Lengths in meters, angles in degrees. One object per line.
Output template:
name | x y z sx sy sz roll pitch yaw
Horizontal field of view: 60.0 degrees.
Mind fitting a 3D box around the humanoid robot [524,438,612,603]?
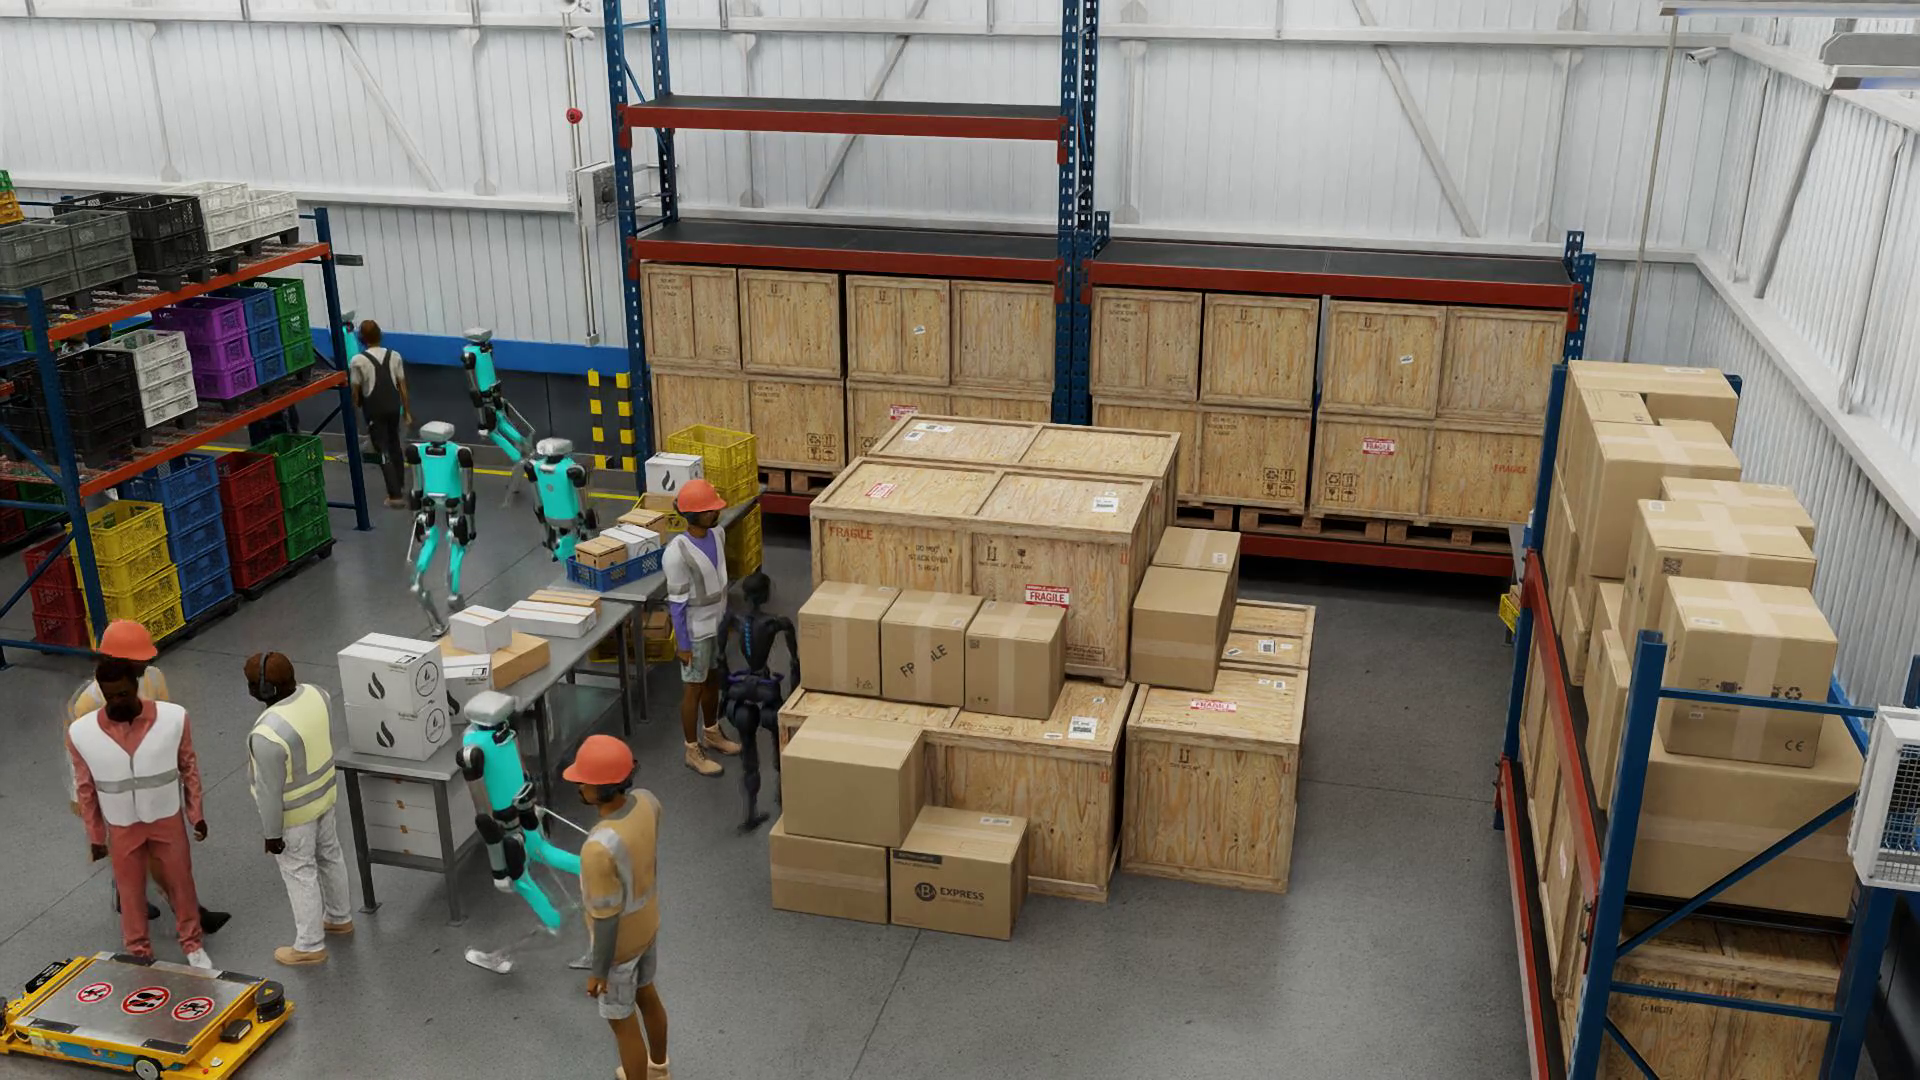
humanoid robot | -2.969 -0.032 13.114 0.540 1.738 1.057 9 23 22

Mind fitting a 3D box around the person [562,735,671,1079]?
person | -1.599 1.831 7.772 0.373 2.042 0.614 5 21 12

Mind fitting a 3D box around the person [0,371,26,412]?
person | -9.430 -1.368 16.401 0.327 1.861 0.500 8 22 21

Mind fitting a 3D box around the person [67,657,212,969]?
person | -4.331 1.484 8.854 0.588 1.919 0.394 -10 23 -24

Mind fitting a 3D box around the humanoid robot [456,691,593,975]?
humanoid robot | -2.177 1.624 8.770 1.027 1.738 0.538 4 21 9

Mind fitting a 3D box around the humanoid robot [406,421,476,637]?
humanoid robot | -4.086 0.006 13.002 0.545 1.801 0.837 2 21 6

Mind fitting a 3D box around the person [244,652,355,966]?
person | -3.620 1.451 9.065 0.429 1.837 0.622 3 21 9

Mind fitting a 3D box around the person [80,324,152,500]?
person | -8.285 -1.312 16.259 0.345 1.860 0.509 10 23 25

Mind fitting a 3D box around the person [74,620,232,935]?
person | -4.515 1.334 9.291 0.955 1.889 0.560 6 22 15

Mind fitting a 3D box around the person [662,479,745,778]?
person | -1.694 0.569 11.068 0.358 2.047 0.613 9 23 22

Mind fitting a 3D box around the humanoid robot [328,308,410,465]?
humanoid robot | -5.979 -1.503 16.934 1.048 1.733 0.531 -2 21 -5

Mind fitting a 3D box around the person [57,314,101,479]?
person | -8.792 -1.417 16.686 0.485 1.744 0.294 11 23 26

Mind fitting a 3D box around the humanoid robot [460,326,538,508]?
humanoid robot | -4.361 -1.169 16.024 0.728 1.779 0.530 2 21 6

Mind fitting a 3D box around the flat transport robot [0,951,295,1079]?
flat transport robot | -4.270 2.464 8.601 1.431 0.231 0.659 5 22 13

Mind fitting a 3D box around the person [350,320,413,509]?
person | -5.574 -1.213 16.097 0.534 1.815 0.716 -19 28 -40

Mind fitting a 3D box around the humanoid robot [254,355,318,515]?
humanoid robot | -6.513 -1.005 15.778 0.759 1.621 0.618 6 22 15

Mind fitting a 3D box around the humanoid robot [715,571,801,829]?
humanoid robot | -1.267 1.006 10.478 0.608 1.641 0.447 5 22 13
